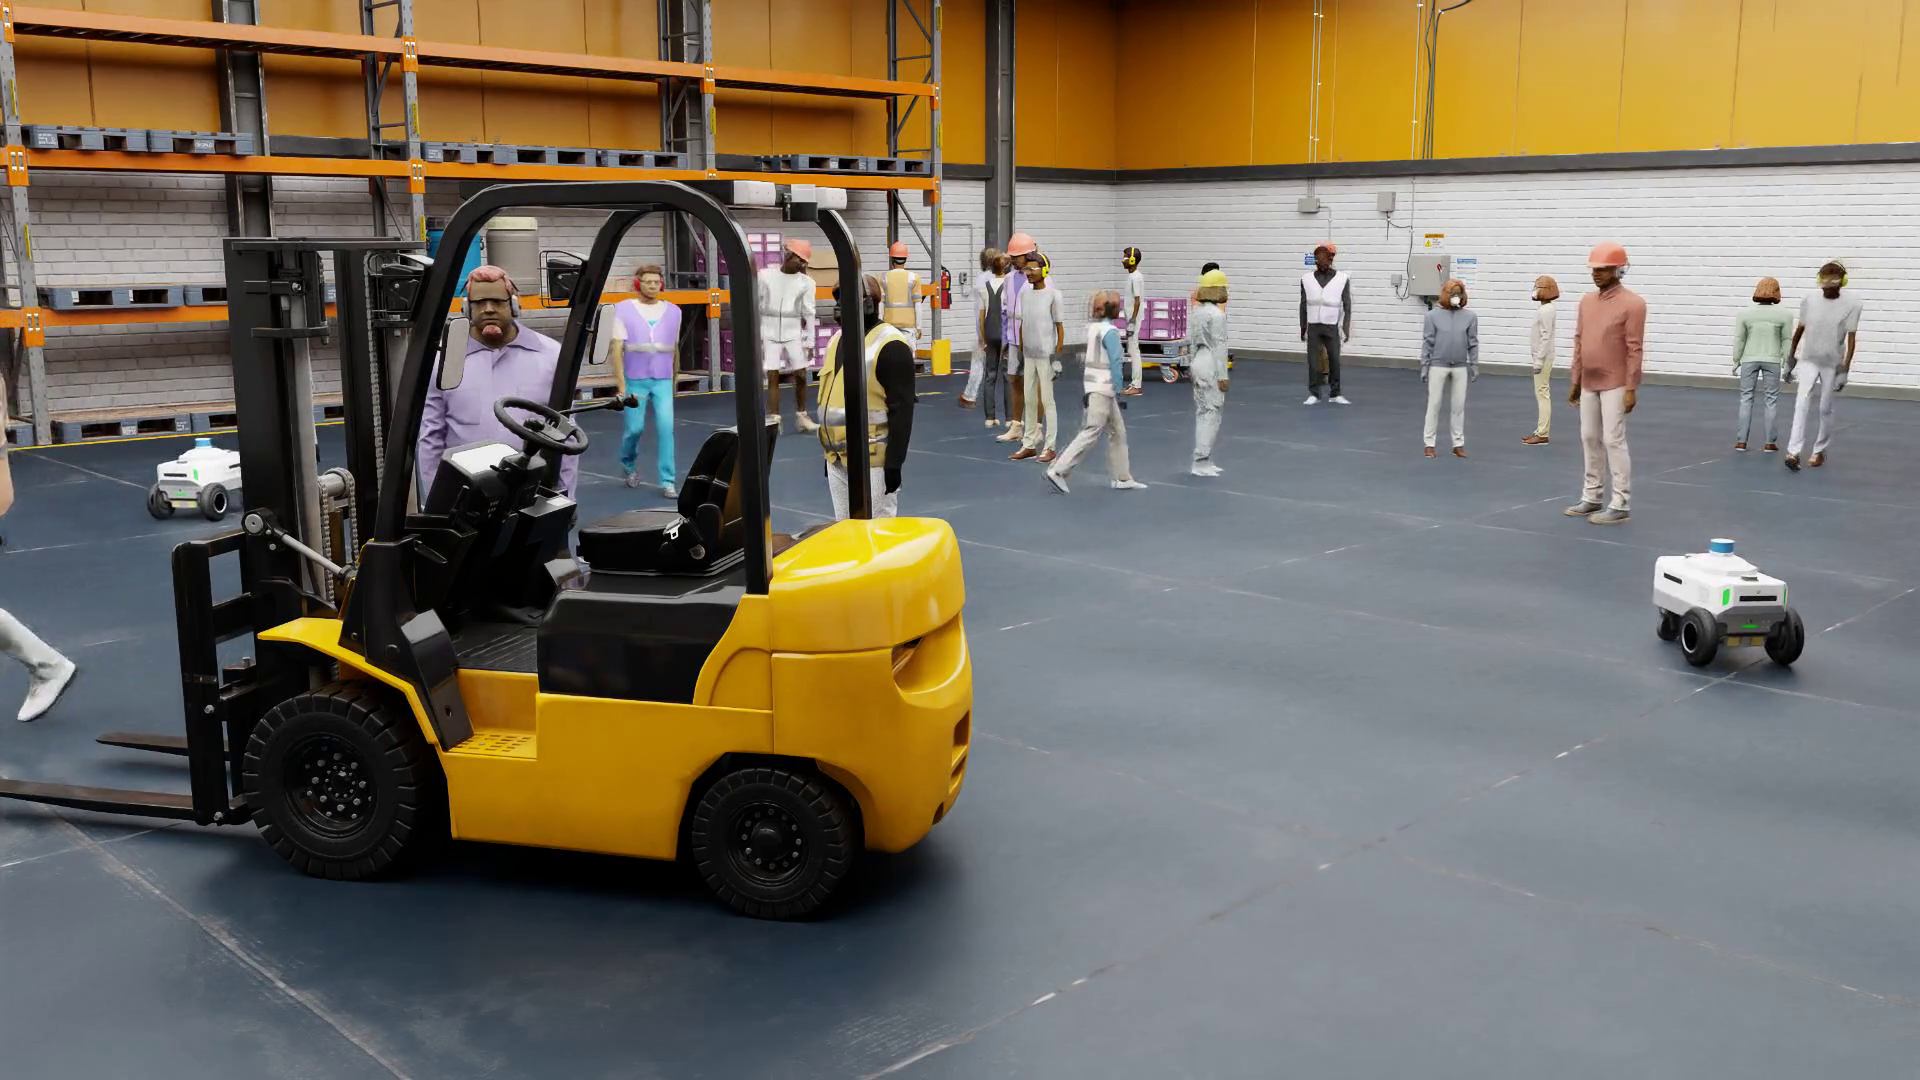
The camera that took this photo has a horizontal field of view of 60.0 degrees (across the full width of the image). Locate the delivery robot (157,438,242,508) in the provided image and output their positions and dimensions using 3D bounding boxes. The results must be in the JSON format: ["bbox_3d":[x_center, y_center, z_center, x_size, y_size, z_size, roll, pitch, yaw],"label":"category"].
[{"bbox_3d":[-5.451,-0.494,12.017,0.477,0.478,0.707,1,11,9],"label":"delivery robot"}]

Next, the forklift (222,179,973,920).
[{"bbox_3d":[-1.114,-0.058,5.440,2.313,2.155,1.214,2,11,13],"label":"forklift"}]

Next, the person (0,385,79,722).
[{"bbox_3d":[-4.042,-0.156,6.740,0.601,1.915,0.592,-8,13,-37],"label":"person"}]

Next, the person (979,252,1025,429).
[{"bbox_3d":[0.440,-2.087,17.459,0.508,1.847,0.345,5,12,27],"label":"person"}]

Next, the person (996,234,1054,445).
[{"bbox_3d":[0.613,-1.923,16.054,0.404,2.033,0.608,-10,14,-43],"label":"person"}]

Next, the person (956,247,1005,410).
[{"bbox_3d":[0.367,-2.451,19.350,0.642,1.897,0.984,-7,13,-35],"label":"person"}]

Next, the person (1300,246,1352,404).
[{"bbox_3d":[4.403,-2.562,19.963,0.645,1.898,0.515,4,11,21],"label":"person"}]

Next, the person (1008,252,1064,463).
[{"bbox_3d":[0.699,-1.624,14.866,0.335,1.873,0.521,-10,14,-44],"label":"person"}]

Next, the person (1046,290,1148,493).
[{"bbox_3d":[1.070,-1.162,13.084,0.810,1.605,0.508,-1,10,-7],"label":"person"}]

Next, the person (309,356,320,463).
[{"bbox_3d":[-3.725,-0.609,9.168,0.587,1.930,0.360,8,13,38],"label":"person"}]

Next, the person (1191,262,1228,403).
[{"bbox_3d":[3.025,-2.512,20.173,0.536,1.700,0.318,-6,12,-31],"label":"person"}]

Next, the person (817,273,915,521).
[{"bbox_3d":[-0.500,-0.413,8.340,0.429,1.842,0.636,-8,13,-37],"label":"person"}]

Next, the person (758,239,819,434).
[{"bbox_3d":[-1.776,-2.036,16.824,0.716,1.987,0.405,0,10,-2],"label":"person"}]

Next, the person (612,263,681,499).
[{"bbox_3d":[-2.449,-1.250,12.987,0.566,1.819,0.812,-5,11,-25],"label":"person"}]

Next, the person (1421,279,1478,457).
[{"bbox_3d":[4.463,-1.561,15.187,0.519,1.629,0.280,0,10,-1],"label":"person"}]

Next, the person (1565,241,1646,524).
[{"bbox_3d":[4.555,-1.117,11.795,0.408,1.985,0.617,-4,11,-19],"label":"person"}]

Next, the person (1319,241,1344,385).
[{"bbox_3d":[4.950,-3.065,22.539,0.551,1.935,0.375,-9,14,-42],"label":"person"}]

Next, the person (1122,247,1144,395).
[{"bbox_3d":[2.175,-2.768,21.098,0.327,1.874,0.521,1,10,5],"label":"person"}]

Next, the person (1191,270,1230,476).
[{"bbox_3d":[2.132,-1.403,14.082,0.388,1.741,0.508,-3,11,-18],"label":"person"}]

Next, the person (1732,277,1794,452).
[{"bbox_3d":[7.517,-1.642,15.607,0.502,1.632,0.277,6,12,29],"label":"person"}]

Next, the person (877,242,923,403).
[{"bbox_3d":[-0.722,-2.606,20.033,0.552,1.939,0.355,1,10,4],"label":"person"}]

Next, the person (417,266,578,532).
[{"bbox_3d":[-1.919,-0.187,6.969,0.648,1.901,0.397,-4,11,-19],"label":"person"}]

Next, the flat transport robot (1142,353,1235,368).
[{"bbox_3d":[3.441,-2.752,25.380,1.431,0.197,0.652,3,11,15],"label":"flat transport robot"}]

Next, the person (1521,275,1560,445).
[{"bbox_3d":[5.643,-1.743,16.154,0.280,1.634,0.507,4,11,20],"label":"person"}]

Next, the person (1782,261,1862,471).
[{"bbox_3d":[7.366,-1.483,14.304,0.592,1.794,0.985,7,13,35],"label":"person"}]

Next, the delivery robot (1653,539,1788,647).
[{"bbox_3d":[3.668,0.237,8.048,0.477,0.478,0.707,-1,10,-4],"label":"delivery robot"}]
